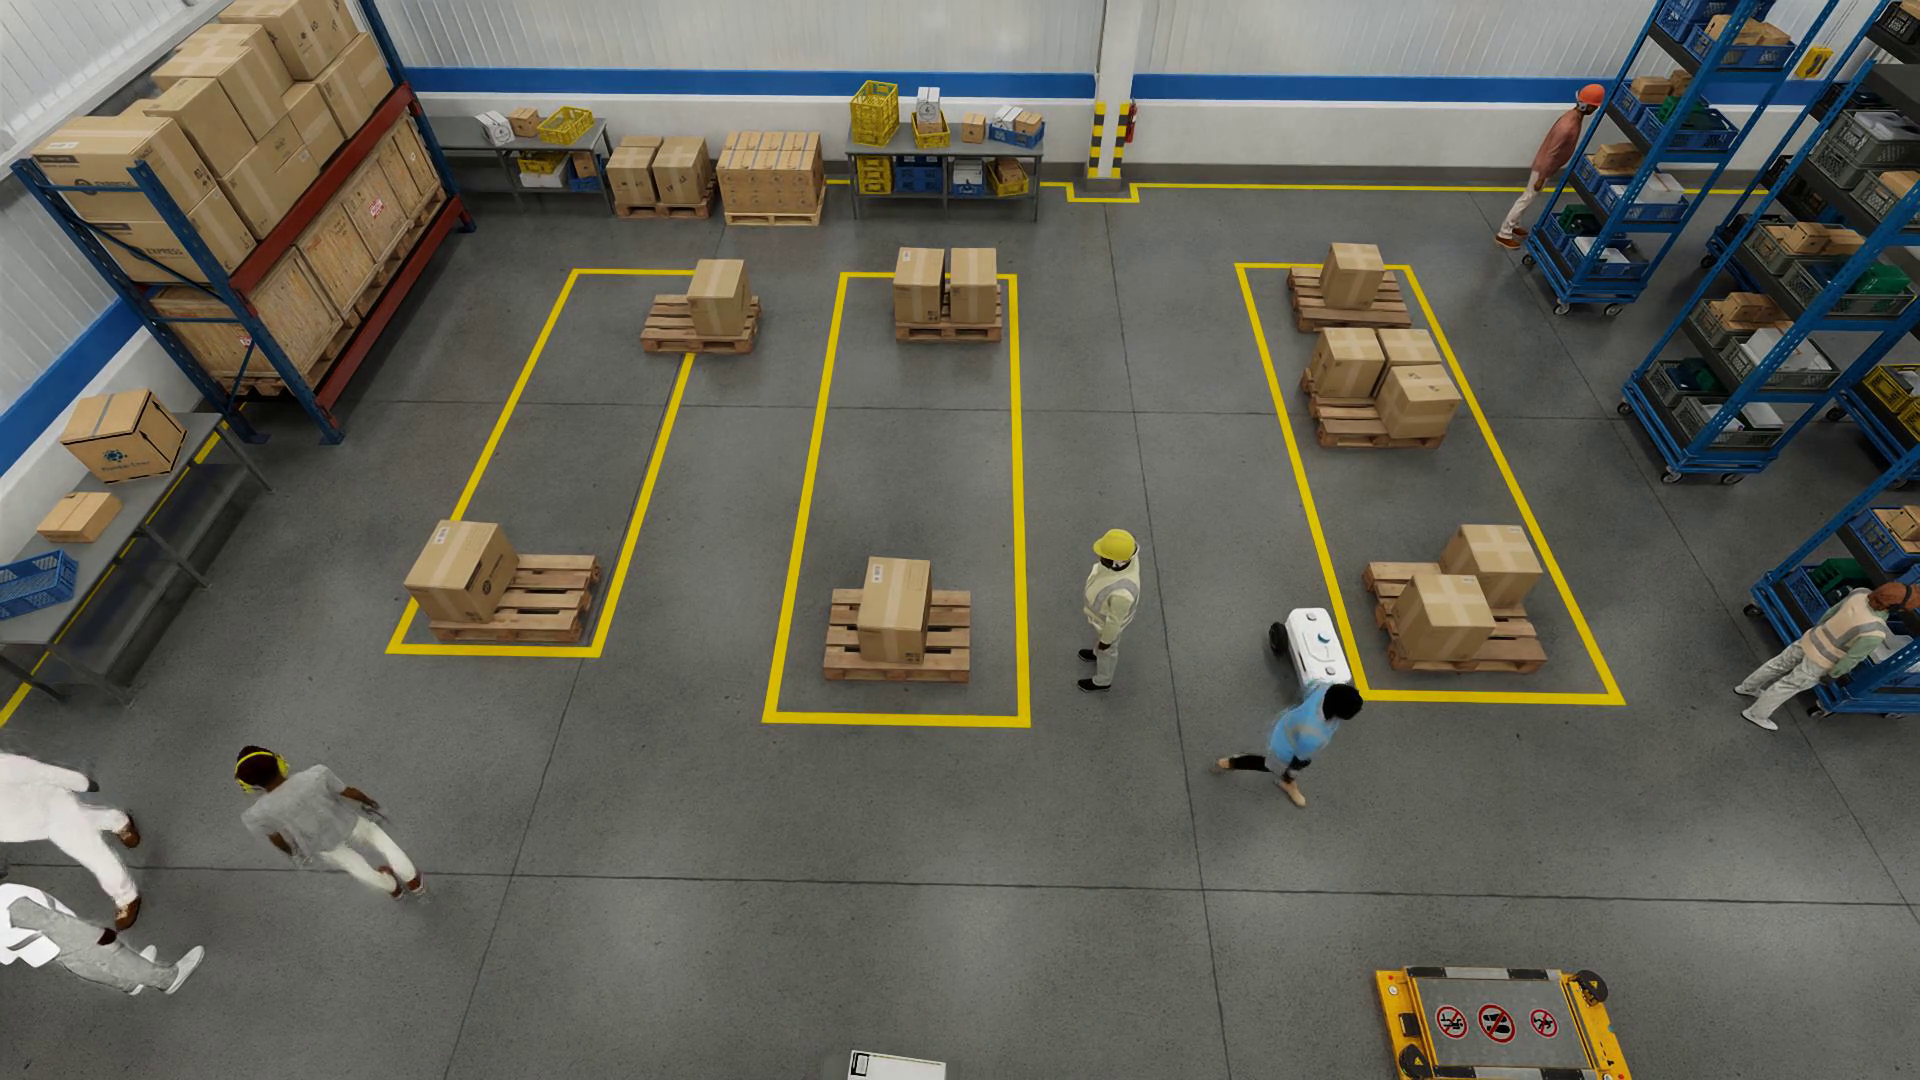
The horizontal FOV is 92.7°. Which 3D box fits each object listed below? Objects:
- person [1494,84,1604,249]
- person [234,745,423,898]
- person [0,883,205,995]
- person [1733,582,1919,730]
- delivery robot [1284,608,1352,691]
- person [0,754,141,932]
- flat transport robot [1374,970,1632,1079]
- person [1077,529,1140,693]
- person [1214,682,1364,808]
[{"bbox_3d":[7.092,-4.472,11.020,0.407,1.986,0.609,32,57,23],"label":"person"},{"bbox_3d":[-4.052,1.879,5.928,0.398,1.848,0.571,32,58,24],"label":"person"},{"bbox_3d":[-5.451,2.358,5.490,0.590,1.920,0.398,3,51,2],"label":"person"},{"bbox_3d":[6.492,0.848,6.899,0.307,1.641,0.514,14,52,11],"label":"person"},{"bbox_3d":[2.919,0.903,7.492,0.477,0.478,0.707,-2,51,-2],"label":"delivery robot"},{"bbox_3d":[-6.046,1.846,5.963,0.647,1.835,1.027,-23,54,-17],"label":"person"},{"bbox_3d":[3.501,3.133,5.914,1.431,0.197,0.652,1,51,1],"label":"flat transport robot"},{"bbox_3d":[1.131,0.539,7.035,0.403,1.827,0.593,4,51,3],"label":"person"},{"bbox_3d":[2.298,1.365,6.464,0.686,1.655,0.535,32,58,23],"label":"person"}]
